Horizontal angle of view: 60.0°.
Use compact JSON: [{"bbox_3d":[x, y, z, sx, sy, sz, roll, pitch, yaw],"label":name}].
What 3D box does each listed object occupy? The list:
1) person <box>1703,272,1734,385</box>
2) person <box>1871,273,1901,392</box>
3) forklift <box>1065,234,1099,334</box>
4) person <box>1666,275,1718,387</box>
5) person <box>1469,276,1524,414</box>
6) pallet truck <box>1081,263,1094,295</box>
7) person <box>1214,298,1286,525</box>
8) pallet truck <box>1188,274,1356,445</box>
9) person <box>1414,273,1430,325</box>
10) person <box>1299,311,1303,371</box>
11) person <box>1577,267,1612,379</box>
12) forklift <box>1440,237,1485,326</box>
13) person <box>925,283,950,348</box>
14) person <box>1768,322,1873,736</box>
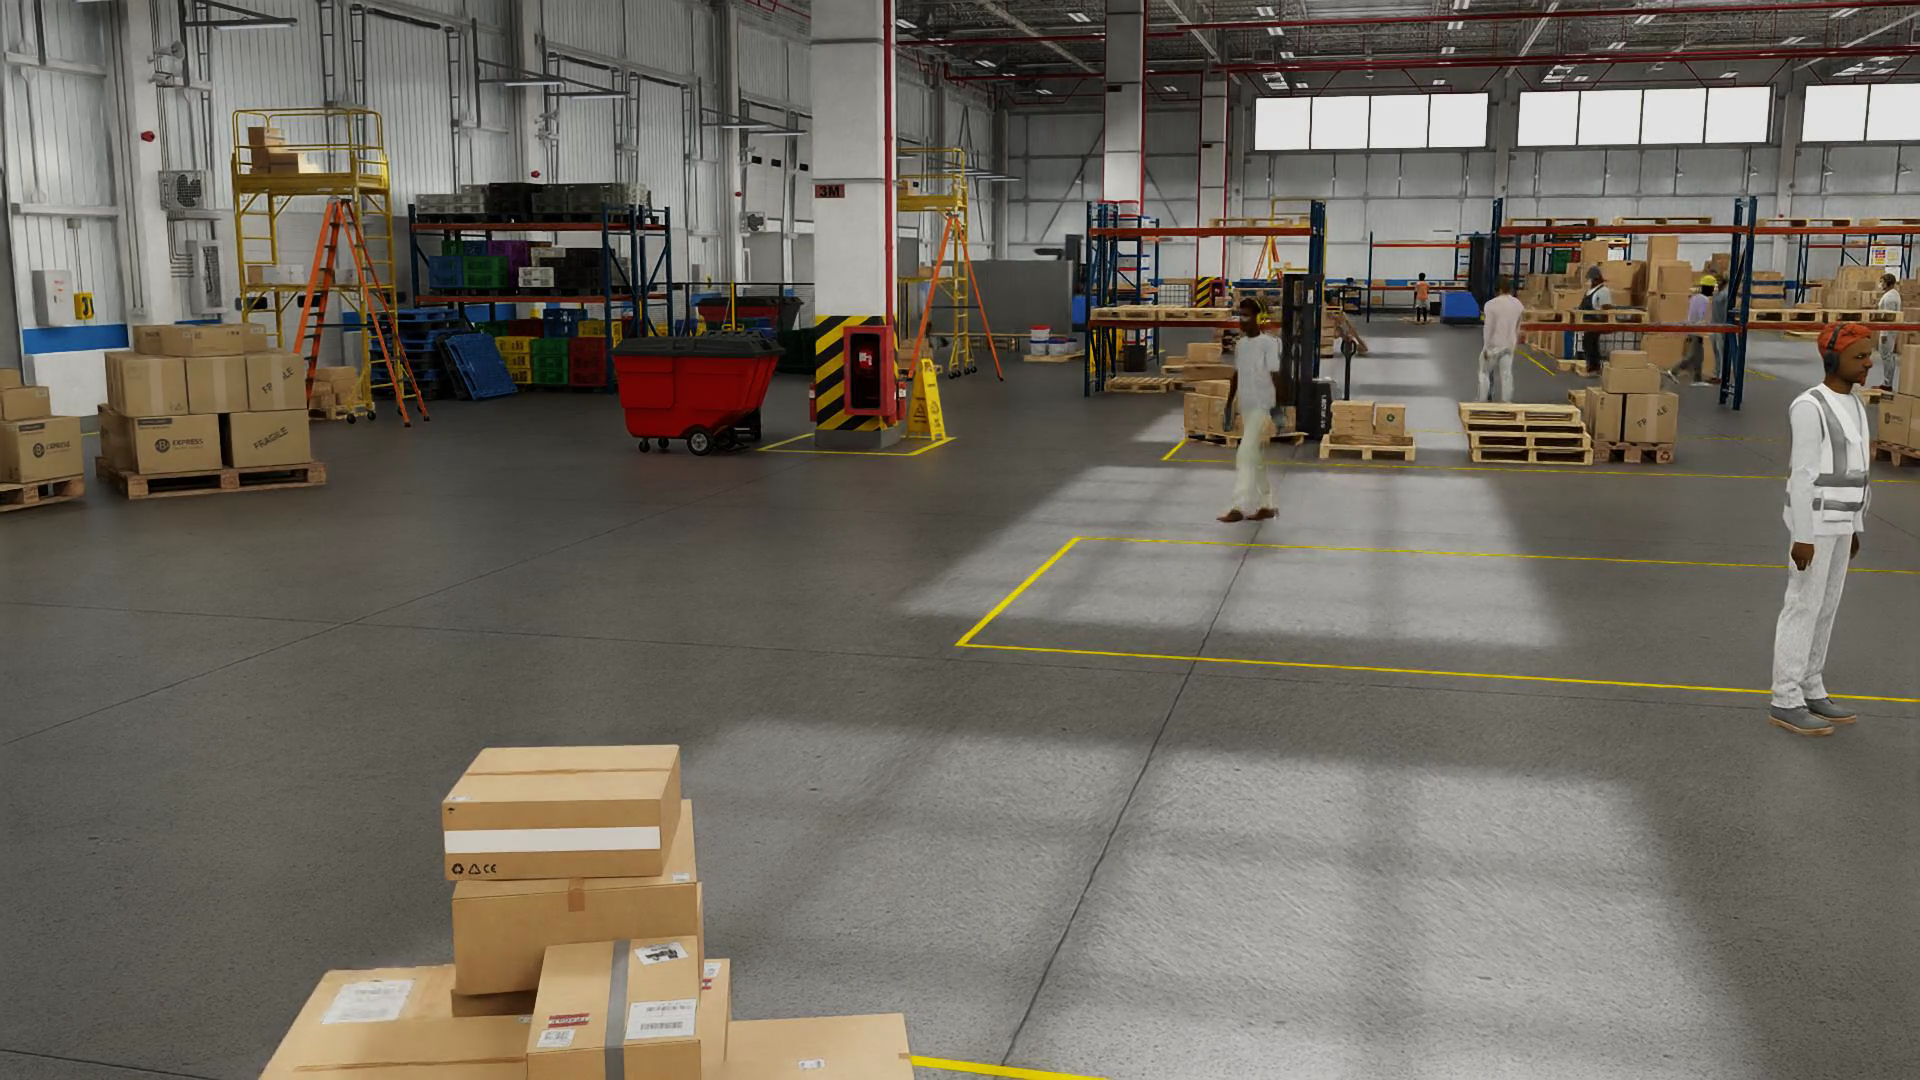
[{"bbox_3d":[13.080,-3.633,28.606,0.367,1.932,0.622,0,10,-2],"label":"person"},{"bbox_3d":[15.132,-3.385,27.147,0.378,1.931,0.624,6,11,30],"label":"person"},{"bbox_3d":[3.255,-7.325,47.530,1.873,2.768,1.129,2,10,14],"label":"forklift"},{"bbox_3d":[12.354,-3.517,28.009,0.674,1.898,0.628,2,10,11],"label":"person"},{"bbox_3d":[7.342,-2.644,22.816,0.644,1.917,0.736,-3,10,-16],"label":"person"},{"bbox_3d":[4.325,-8.180,55.162,0.823,1.965,1.885,6,11,31],"label":"pallet truck"},{"bbox_3d":[2.295,-1.040,13.559,0.810,1.842,0.567,-5,11,-26],"label":"person"},{"bbox_3d":[3.653,-2.138,19.590,1.885,1.965,0.823,-4,10,-20],"label":"pallet truck"},{"bbox_3d":[14.998,-7.835,54.045,0.530,1.689,0.322,-2,10,-14],"label":"person"},{"bbox_3d":[6.676,-4.096,31.880,0.319,1.739,0.484,7,12,35],"label":"person"},{"bbox_3d":[11.339,-3.915,29.924,0.619,2.000,0.686,0,10,2],"label":"person"},{"bbox_3d":[16.202,-8.148,52.378,1.873,2.768,1.129,1,10,8],"label":"forklift"},{"bbox_3d":[-0.565,-5.568,40.089,0.565,1.882,0.978,5,11,25],"label":"person"},{"bbox_3d":[3.986,-0.055,7.658,0.587,1.882,0.342,-9,13,-41],"label":"person"}]
